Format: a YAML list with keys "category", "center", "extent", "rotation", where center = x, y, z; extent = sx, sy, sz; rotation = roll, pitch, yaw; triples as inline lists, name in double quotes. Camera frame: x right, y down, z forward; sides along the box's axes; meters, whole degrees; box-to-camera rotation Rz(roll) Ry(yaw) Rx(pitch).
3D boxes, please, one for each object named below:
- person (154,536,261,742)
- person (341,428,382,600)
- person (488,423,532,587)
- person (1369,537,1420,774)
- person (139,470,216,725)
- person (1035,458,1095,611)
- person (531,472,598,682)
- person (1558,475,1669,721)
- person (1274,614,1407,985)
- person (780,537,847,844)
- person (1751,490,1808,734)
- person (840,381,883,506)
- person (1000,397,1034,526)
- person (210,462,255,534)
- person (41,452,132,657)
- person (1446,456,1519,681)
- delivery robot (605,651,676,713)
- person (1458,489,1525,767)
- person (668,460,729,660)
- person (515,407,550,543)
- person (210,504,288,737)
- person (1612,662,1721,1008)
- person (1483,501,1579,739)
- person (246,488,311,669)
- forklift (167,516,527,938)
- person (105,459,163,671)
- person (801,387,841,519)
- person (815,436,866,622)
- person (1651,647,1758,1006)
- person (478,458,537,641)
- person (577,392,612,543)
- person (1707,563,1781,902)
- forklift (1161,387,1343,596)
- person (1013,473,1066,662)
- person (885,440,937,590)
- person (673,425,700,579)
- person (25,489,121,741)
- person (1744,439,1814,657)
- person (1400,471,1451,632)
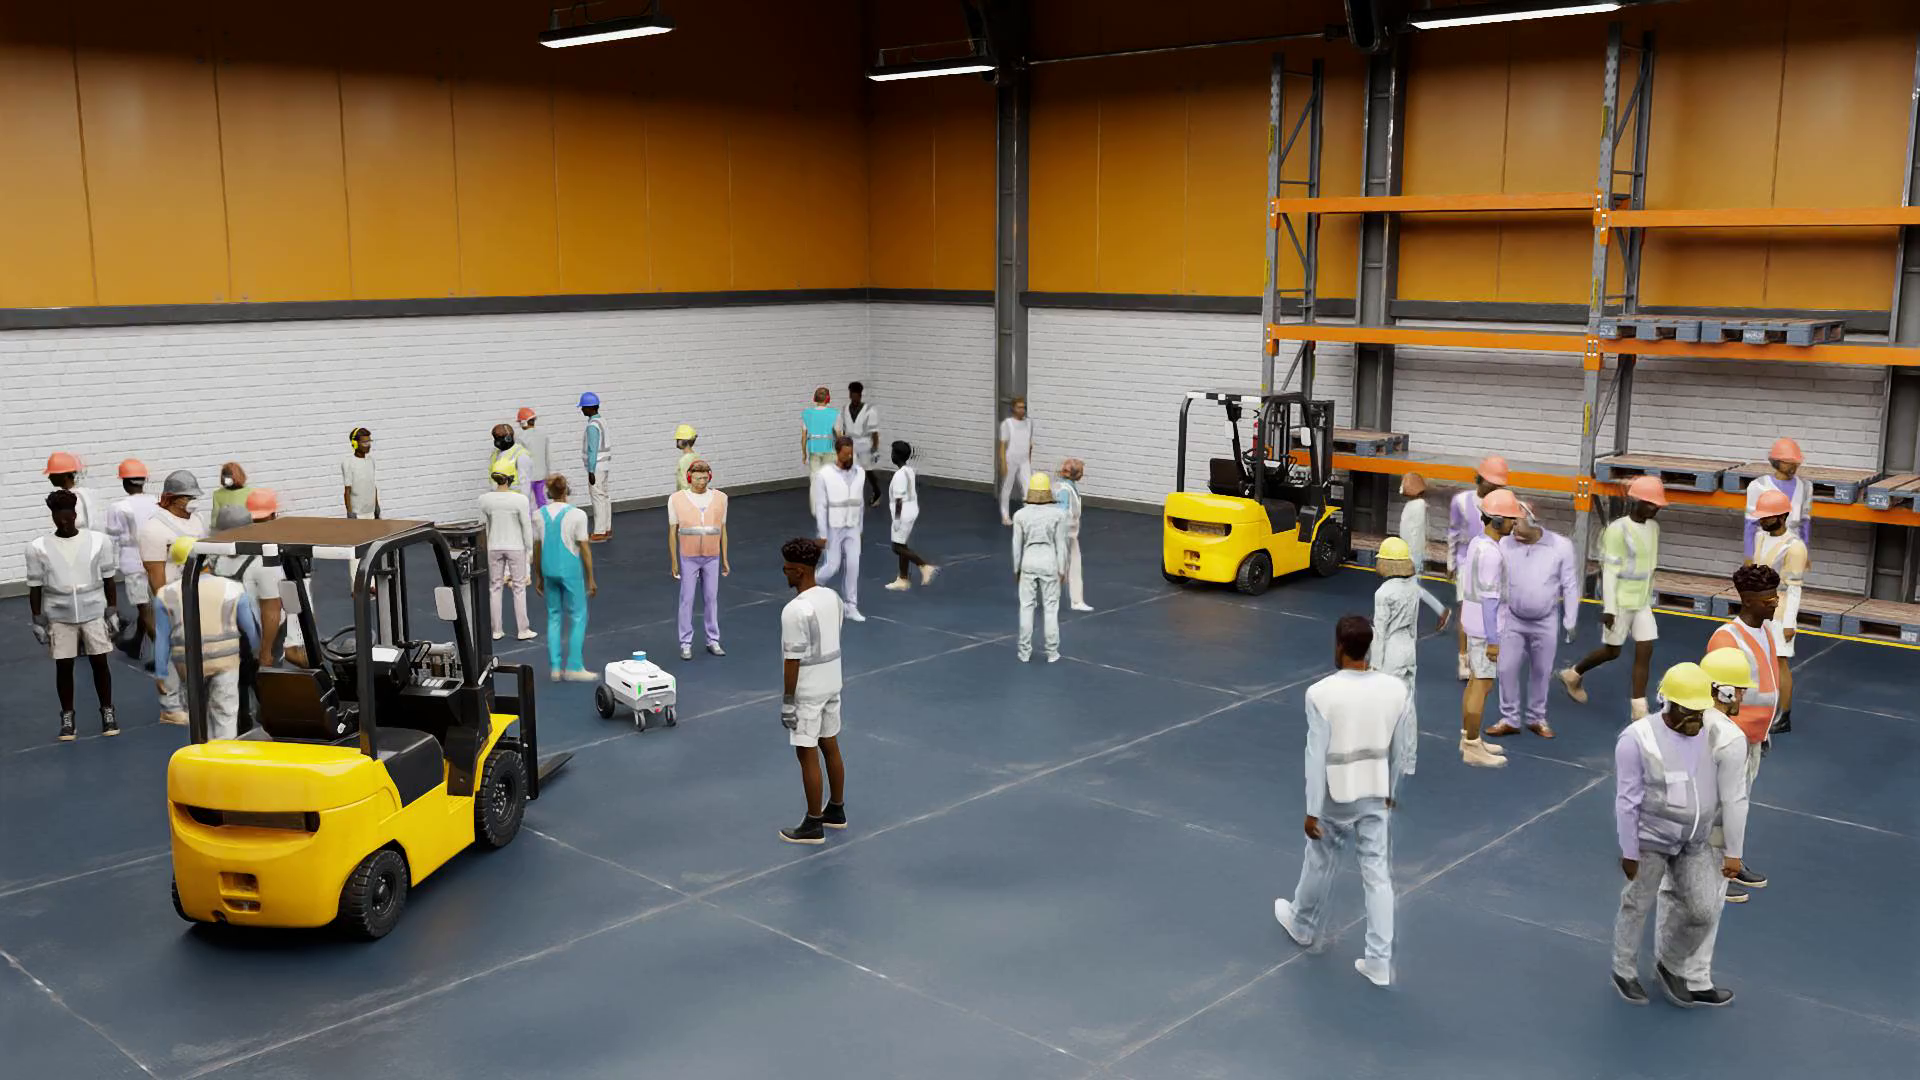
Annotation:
- category: "person"
  center: [-5.214, 0.847, 11.578]
  extent: [0.687, 1.801, 0.580]
  rotation: [-5, 11, -24]
- category: "person"
  center: [-6.410, -0.284, 17.888]
  extent: [0.325, 1.862, 0.506]
  rotation: [3, 10, 17]
- category: "person"
  center: [-5.034, -0.393, 18.586]
  extent: [0.640, 1.833, 0.429]
  rotation: [8, 13, 37]
- category: "person"
  center: [3.075, 0.839, 11.846]
  extent: [0.480, 1.733, 0.338]
  rotation: [-10, 14, -43]
- category: "person"
  center: [-6.157, 0.434, 13.274]
  extent: [0.536, 2.000, 0.684]
  rotation: [2, 10, 10]
- category: "person"
  center: [1.034, -0.062, 17.317]
  extent: [0.713, 1.604, 0.535]
  rotation: [3, 10, 18]
- category: "person"
  center: [-3.446, 0.327, 14.499]
  extent: [0.571, 1.825, 0.393]
  rotation: [2, 10, 11]
- category: "person"
  center: [5.259, 0.457, 13.290]
  extent: [0.656, 2.013, 0.857]
  rotation: [-6, 12, -31]
- category: "person"
  center: [2.023, 1.310, 8.748]
  extent: [0.613, 1.879, 0.974]
  rotation: [-3, 10, -16]
- category: "person"
  center: [-0.954, 0.947, 10.606]
  extent: [0.386, 1.957, 0.603]
  rotation: [4, 11, 23]
- category: "person"
  center: [6.294, 0.558, 12.935]
  extent: [0.421, 1.920, 0.543]
  rotation: [-1, 10, -6]
- category: "person"
  center: [-1.398, -1.363, 23.916]
  extent: [0.617, 1.913, 0.995]
  rotation: [4, 11, 20]
- category: "person"
  center: [0.787, -1.021, 22.285]
  extent: [0.517, 1.790, 0.995]
  rotation: [-4, 11, -23]
- category: "person"
  center: [-7.444, -0.031, 17.173]
  extent: [0.503, 1.593, 0.828]
  rotation: [1, 10, 7]
- category: "person"
  center: [-8.087, 0.129, 15.349]
  extent: [0.566, 1.920, 0.556]
  rotation: [-4, 11, -21]
- category: "person"
  center: [4.550, 0.242, 14.500]
  extent: [0.633, 1.982, 0.983]
  rotation: [3, 11, 19]
- category: "delivery robot"
  center: [-2.548, 1.133, 13.253]
  extent: [0.477, 0.478, 0.707]
  rotation: [-7, 12, -34]
- category: "person"
  center: [3.870, 0.638, 12.143]
  extent: [0.406, 2.035, 0.611]
  rotation: [2, 10, 10]
- category: "person"
  center: [-2.402, 0.173, 15.331]
  extent: [0.565, 1.840, 0.390]
  rotation: [-5, 11, -26]
- category: "person"
  center: [-5.514, -0.825, 21.309]
  extent: [0.391, 1.740, 0.637]
  rotation: [5, 11, 25]
- category: "person"
  center: [-5.060, 0.700, 11.756]
  extent: [0.718, 2.000, 0.536]
  rotation: [6, 12, 30]
- category: "person"
  center: [3.490, 1.450, 8.181]
  extent: [0.633, 1.795, 0.536]
  rotation: [-2, 10, -9]
- category: "person"
  center: [4.361, 0.620, 12.746]
  extent: [0.690, 1.872, 0.515]
  rotation: [3, 10, 17]
- category: "person"
  center: [-5.396, 0.512, 13.187]
  extent: [0.578, 1.910, 0.628]
  rotation: [0, 10, 2]
- category: "forklift"
  center: [-3.583, 0.976, 9.748]
  extent: [1.214, 2.155, 2.313]
  rotation: [2, 10, 11]
- category: "person"
  center: [-7.422, 0.219, 14.917]
  extent: [0.936, 1.893, 0.558]
  rotation: [5, 11, 26]
- category: "person"
  center: [-1.921, -1.200, 23.132]
  extent: [0.574, 1.843, 0.374]
  rotation: [1, 10, 7]
- category: "person"
  center: [-1.248, -0.135, 16.941]
  extent: [0.600, 1.896, 0.732]
  rotation: [-8, 13, -38]
- category: "person"
  center: [3.711, 1.423, 8.290]
  extent: [0.403, 1.817, 0.601]
  rotation: [-2, 10, -11]
- category: "person"
  center: [-4.349, 0.096, 15.981]
  extent: [0.525, 1.769, 0.310]
  rotation: [1, 10, 5]
- category: "person"
  center: [-4.683, -0.935, 21.365]
  extent: [0.415, 1.939, 0.605]
  rotation: [0, 10, 0]
- category: "person"
  center: [4.555, 1.099, 9.694]
  extent: [0.603, 1.967, 0.366]
  rotation: [-9, 14, -43]
- category: "forklift"
  center: [3.298, -0.608, 18.767]
  extent: [1.214, 2.155, 2.313]
  rotation: [9, 13, 42]
- category: "person"
  center: [0.729, 0.251, 15.196]
  extent: [0.487, 1.737, 0.324]
  rotation: [2, 10, 11]
- category: "person"
  center: [-0.552, -0.257, 18.207]
  extent: [0.504, 1.682, 0.541]
  rotation: [1, 10, 8]
- category: "person"
  center: [-3.109, -0.434, 18.999]
  extent: [0.309, 1.769, 0.523]
  rotation: [1, 10, 6]
- category: "person"
  center: [-6.792, 0.569, 12.764]
  extent: [0.608, 1.956, 0.391]
  rotation: [-6, 11, -30]
- category: "person"
  center: [7.528, 0.088, 15.274]
  extent: [0.642, 2.033, 0.428]
  rotation: [0, 10, -3]
- category: "person"
  center: [4.455, 0.129, 16.225]
  extent: [0.599, 1.614, 0.506]
  rotation: [0, 10, 1]
